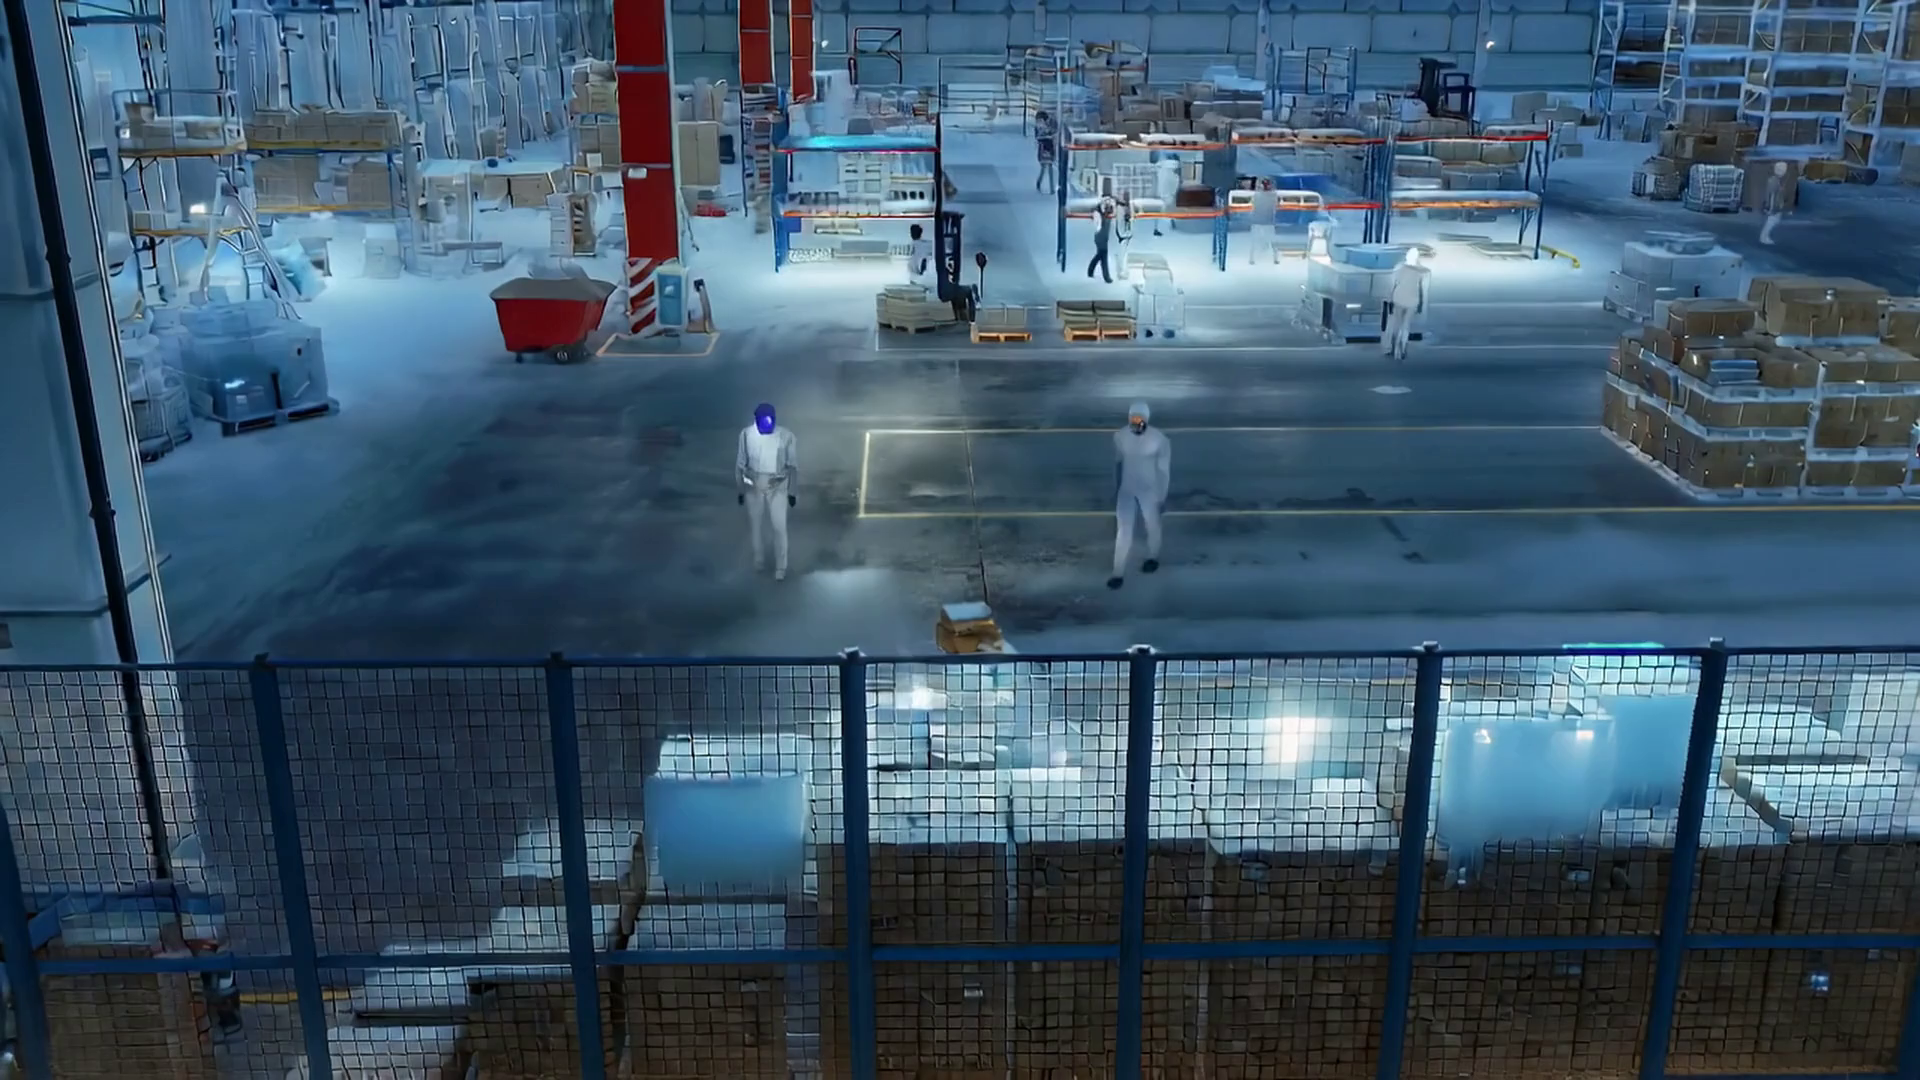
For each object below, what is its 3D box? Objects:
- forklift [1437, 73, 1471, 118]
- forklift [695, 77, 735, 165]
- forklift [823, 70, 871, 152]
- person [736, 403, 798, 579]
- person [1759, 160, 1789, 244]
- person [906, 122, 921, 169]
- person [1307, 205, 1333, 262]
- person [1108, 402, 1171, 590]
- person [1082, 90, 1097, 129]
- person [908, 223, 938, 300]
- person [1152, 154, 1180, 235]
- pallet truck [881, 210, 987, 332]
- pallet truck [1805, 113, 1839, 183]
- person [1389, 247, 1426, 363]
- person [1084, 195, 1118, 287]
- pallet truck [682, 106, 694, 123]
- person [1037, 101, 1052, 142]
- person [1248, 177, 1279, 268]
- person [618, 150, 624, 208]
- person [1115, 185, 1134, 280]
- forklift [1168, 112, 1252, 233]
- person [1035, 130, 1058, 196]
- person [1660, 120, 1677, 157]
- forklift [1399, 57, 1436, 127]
[{"bbox_3d":[17.108,-14.811,57.808,1.129,2.768,1.873,-1,19,-2],"label":"forklift"},{"bbox_3d":[-8.481,-13.870,55.019,1.873,2.768,1.129,-1,19,-1],"label":"forklift"},{"bbox_3d":[-4.238,-15.375,59.482,1.873,2.768,1.129,-10,21,-26],"label":"forklift"},{"bbox_3d":[-1.976,-0.506,16.980,0.631,1.841,0.429,2,19,6],"label":"person"},{"bbox_3d":[18.855,-7.816,38.500,0.470,1.949,0.631,9,20,24],"label":"person"},{"bbox_3d":[-1.440,-12.333,52.404,0.536,1.613,0.689,-7,20,-19],"label":"person"},{"bbox_3d":[6.988,-5.648,32.377,0.488,1.743,0.321,2,19,5],"label":"person"},{"bbox_3d":[1.828,-0.488,16.857,0.648,1.890,1.014,10,21,27],"label":"person"},{"bbox_3d":[4.889,-16.016,62.859,0.456,1.924,0.625,-12,22,-32],"label":"person"},{"bbox_3d":[-0.720,-4.953,30.403,0.547,1.681,0.539,-16,25,-40],"label":"person"},{"bbox_3d":[4.996,-8.329,40.107,0.969,1.906,0.640,-12,22,-33],"label":"person"},{"bbox_3d":[-0.493,-4.759,29.349,1.885,1.965,0.823,-13,23,-34],"label":"pallet truck"},{"bbox_3d":[26.403,-11.957,50.702,0.823,1.965,1.885,6,19,16],"label":"pallet truck"},{"bbox_3d":[7.165,-3.757,26.631,0.536,1.828,0.542,3,19,9],"label":"person"},{"bbox_3d":[2.823,-6.045,33.484,0.891,1.804,0.500,14,23,36],"label":"person"},{"bbox_3d":[-9.671,-15.907,62.421,0.823,1.965,1.885,5,19,15],"label":"pallet truck"},{"bbox_3d":[2.913,-14.146,57.324,0.549,1.919,0.717,-4,19,-13],"label":"person"},{"bbox_3d":[6.494,-6.782,35.530,0.705,1.891,0.510,1,19,4],"label":"person"},{"bbox_3d":[-8.876,-9.846,44.538,0.544,1.935,0.361,-9,20,-24],"label":"person"},{"bbox_3d":[3.374,-6.299,34.038,0.392,1.920,0.587,10,21,27],"label":"person"},{"bbox_3d":[6.129,-8.927,40.354,1.873,2.768,1.129,-4,19,-11],"label":"forklift"},{"bbox_3d":[2.446,-10.752,47.376,0.591,1.846,0.966,-10,21,-28],"label":"person"},{"bbox_3d":[21.535,-11.806,50.497,0.651,1.854,0.521,-12,22,-32],"label":"person"},{"bbox_3d":[19.264,-18.500,68.753,1.873,2.768,1.129,-1,19,-1],"label":"forklift"}]
